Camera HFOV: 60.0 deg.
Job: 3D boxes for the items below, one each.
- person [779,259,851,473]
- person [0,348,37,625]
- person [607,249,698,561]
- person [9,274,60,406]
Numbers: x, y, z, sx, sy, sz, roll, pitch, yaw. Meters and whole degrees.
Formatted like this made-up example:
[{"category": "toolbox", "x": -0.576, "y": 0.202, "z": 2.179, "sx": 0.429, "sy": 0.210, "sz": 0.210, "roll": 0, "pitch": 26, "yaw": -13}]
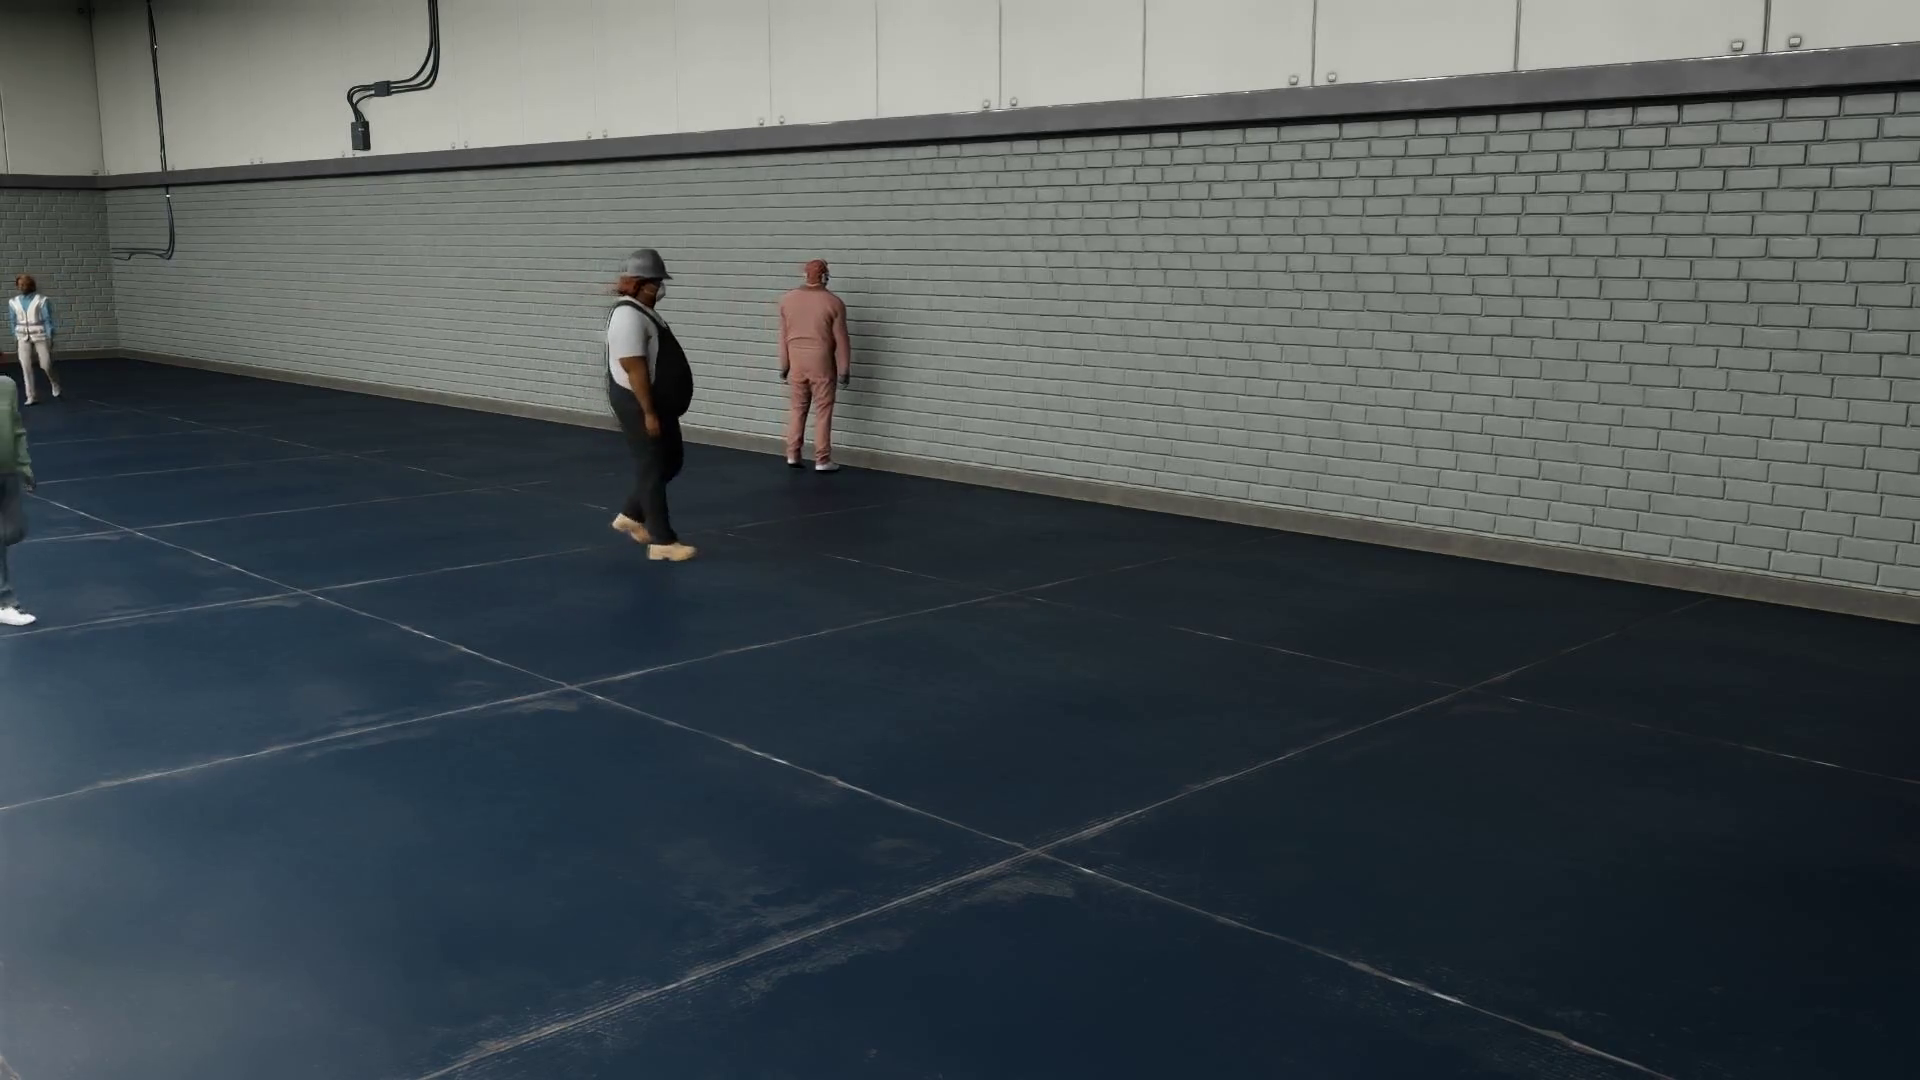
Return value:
[{"category": "person", "x": -1.291, "y": -1.551, "z": 14.865, "sx": 0.673, "sy": 1.900, "sz": 0.396, "roll": 4, "pitch": 11, "yaw": 20}, {"category": "person", "x": -5.368, "y": -0.354, "z": 9.101, "sx": 0.590, "sy": 1.619, "sz": 0.501, "roll": 3, "pitch": 11, "yaw": 14}, {"category": "person", "x": -2.015, "y": -0.870, "z": 10.889, "sx": 0.539, "sy": 2.000, "sz": 0.703, "roll": 0, "pitch": 10, "yaw": 0}, {"category": "person", "x": -11.651, "y": -2.530, "z": 20.961, "sx": 0.514, "sy": 1.629, "sz": 0.585, "roll": -1, "pitch": 10, "yaw": -7}]
